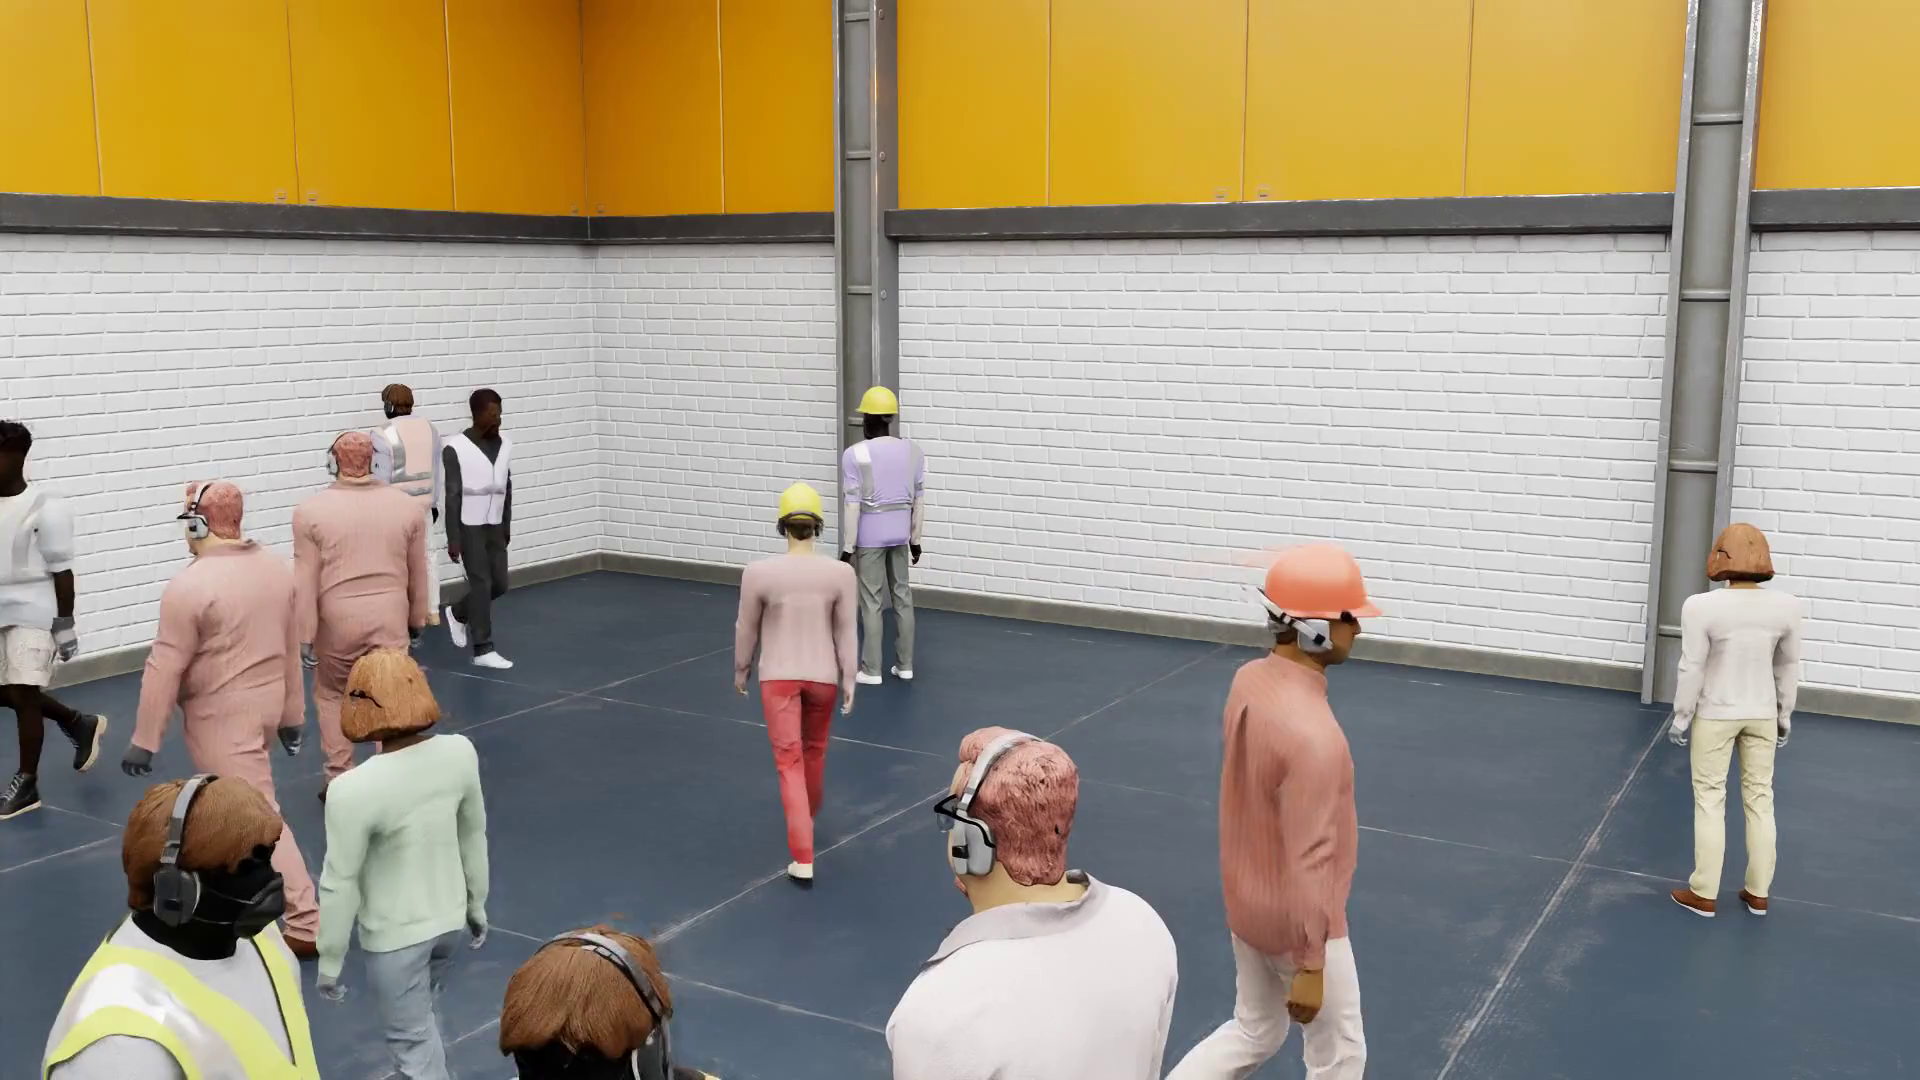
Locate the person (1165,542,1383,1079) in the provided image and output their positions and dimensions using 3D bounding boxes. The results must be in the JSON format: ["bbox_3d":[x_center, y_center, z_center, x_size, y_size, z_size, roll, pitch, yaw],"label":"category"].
[{"bbox_3d":[0.805,0.972,4.389,0.825,1.970,0.615,-2,9,-11],"label":"person"}]

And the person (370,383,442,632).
[{"bbox_3d":[-4.128,-0.242,12.354,0.429,1.841,0.633,5,10,28],"label":"person"}]

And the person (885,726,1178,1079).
[{"bbox_3d":[0.085,1.253,2.822,0.403,1.906,0.652,8,12,39],"label":"person"}]

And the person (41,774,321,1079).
[{"bbox_3d":[-1.283,1.289,2.863,0.431,1.831,0.639,-1,9,-6],"label":"person"}]

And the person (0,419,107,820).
[{"bbox_3d":[-4.612,0.360,8.260,0.618,1.950,0.731,4,10,23],"label":"person"}]

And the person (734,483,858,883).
[{"bbox_3d":[-0.733,0.604,7.458,0.526,1.719,0.912,-3,10,-19],"label":"person"}]

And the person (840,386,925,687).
[{"bbox_3d":[-0.507,-0.021,10.701,0.594,1.927,0.367,-6,11,-32],"label":"person"}]

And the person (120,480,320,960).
[{"bbox_3d":[-2.877,0.698,6.437,0.985,1.854,0.655,2,9,11],"label":"person"}]

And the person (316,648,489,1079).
[{"bbox_3d":[-1.594,1.096,4.664,0.492,1.616,0.523,5,10,27],"label":"person"}]

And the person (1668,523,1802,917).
[{"bbox_3d":[3.186,0.742,6.857,0.506,1.630,0.268,0,9,-2],"label":"person"}]

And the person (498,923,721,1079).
[{"bbox_3d":[-0.464,1.407,2.243,0.626,1.783,0.989,1,9,9],"label":"person"}]

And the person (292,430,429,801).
[{"bbox_3d":[-2.972,0.397,8.207,0.683,1.882,0.708,-7,11,-36],"label":"person"}]

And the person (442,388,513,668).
[{"bbox_3d":[-3.305,-0.092,11.266,0.650,1.894,0.629,5,10,29],"label":"person"}]
